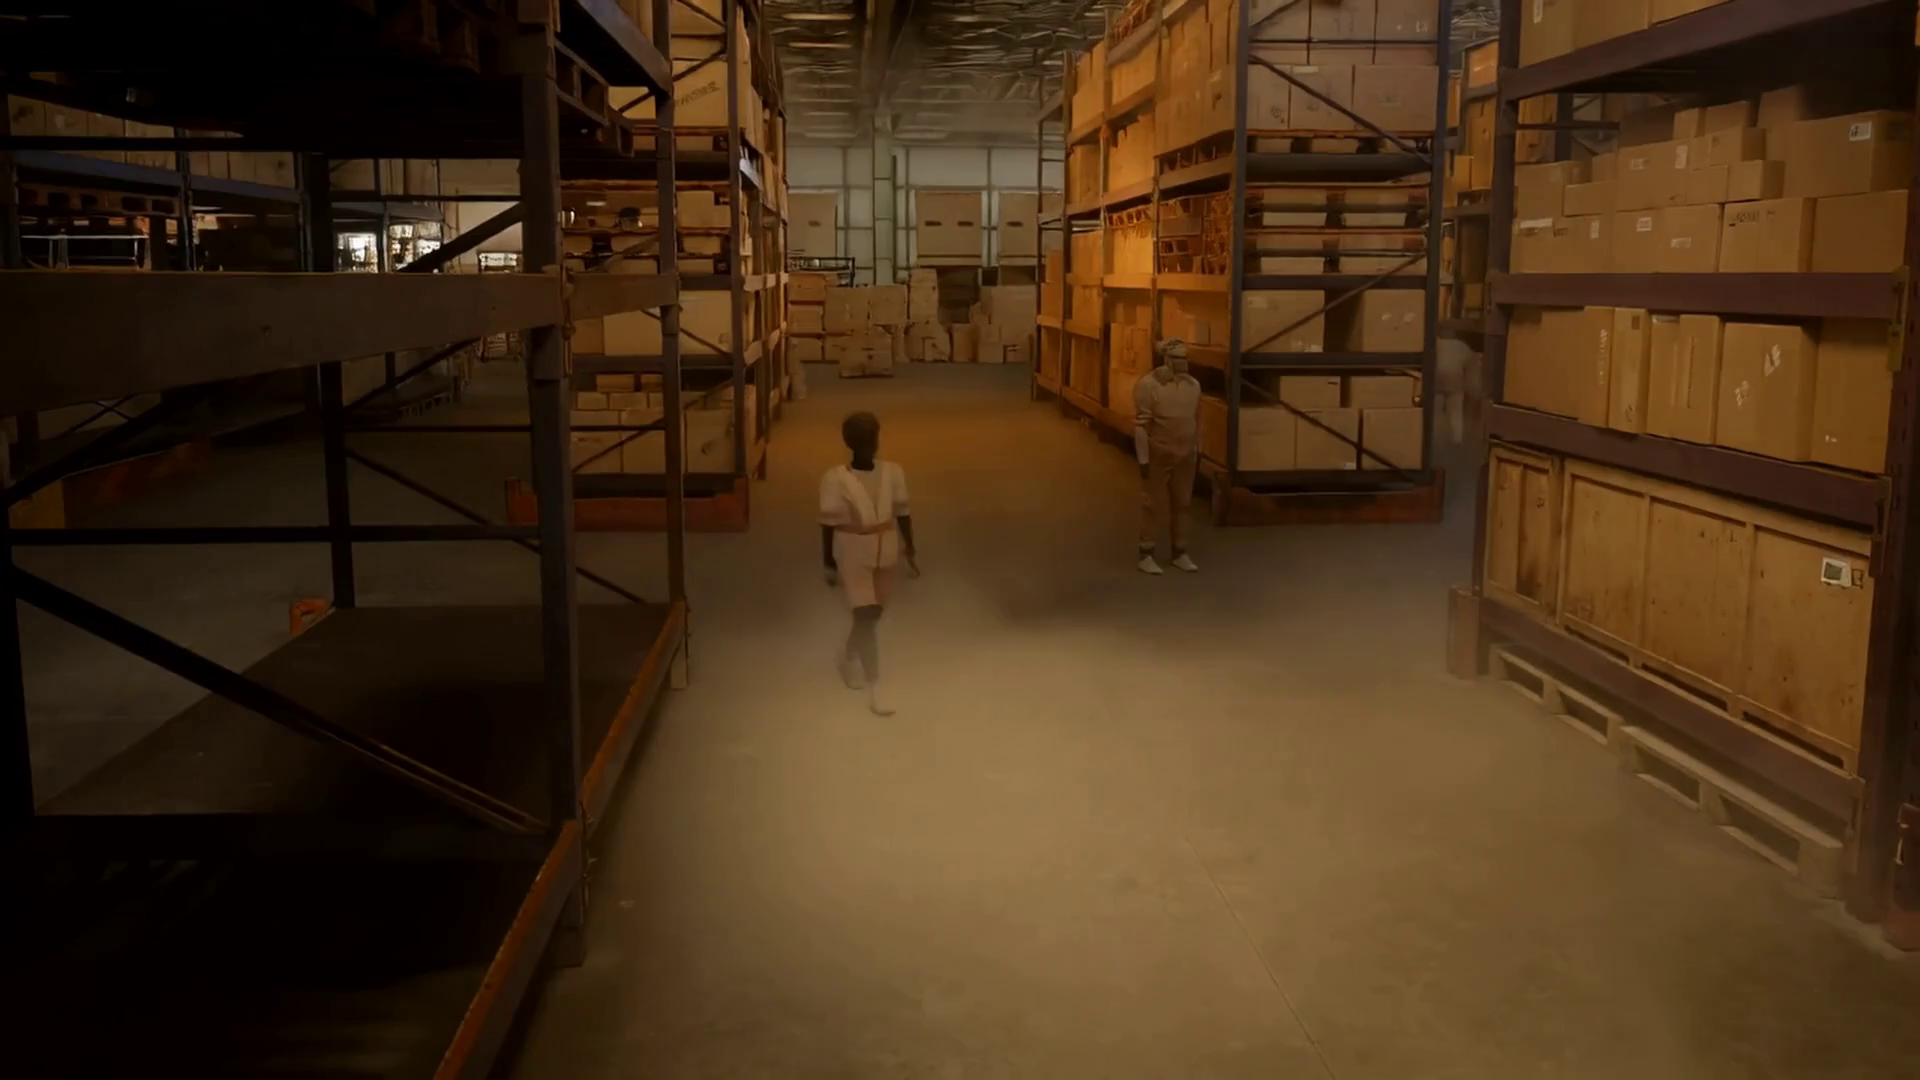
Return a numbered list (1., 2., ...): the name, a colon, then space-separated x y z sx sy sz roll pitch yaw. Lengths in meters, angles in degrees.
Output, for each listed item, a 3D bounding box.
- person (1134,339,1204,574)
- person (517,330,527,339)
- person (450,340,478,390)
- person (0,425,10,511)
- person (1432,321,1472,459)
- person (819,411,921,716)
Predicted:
1. person: 1.715 -0.677 13.477 0.647 1.900 0.401 -5 10 -26
2. person: -16.467 -8.508 62.635 0.458 1.903 0.642 -9 12 -43
3. person: -10.420 -4.064 34.901 0.582 1.846 0.953 -3 10 -20
4. person: -6.752 -0.277 11.415 0.550 1.741 0.595 -1 9 -4
5. person: 6.419 -1.976 21.921 0.619 1.805 0.943 0 9 1
6. person: -0.550 0.094 9.362 0.532 1.661 0.840 -6 11 -32
